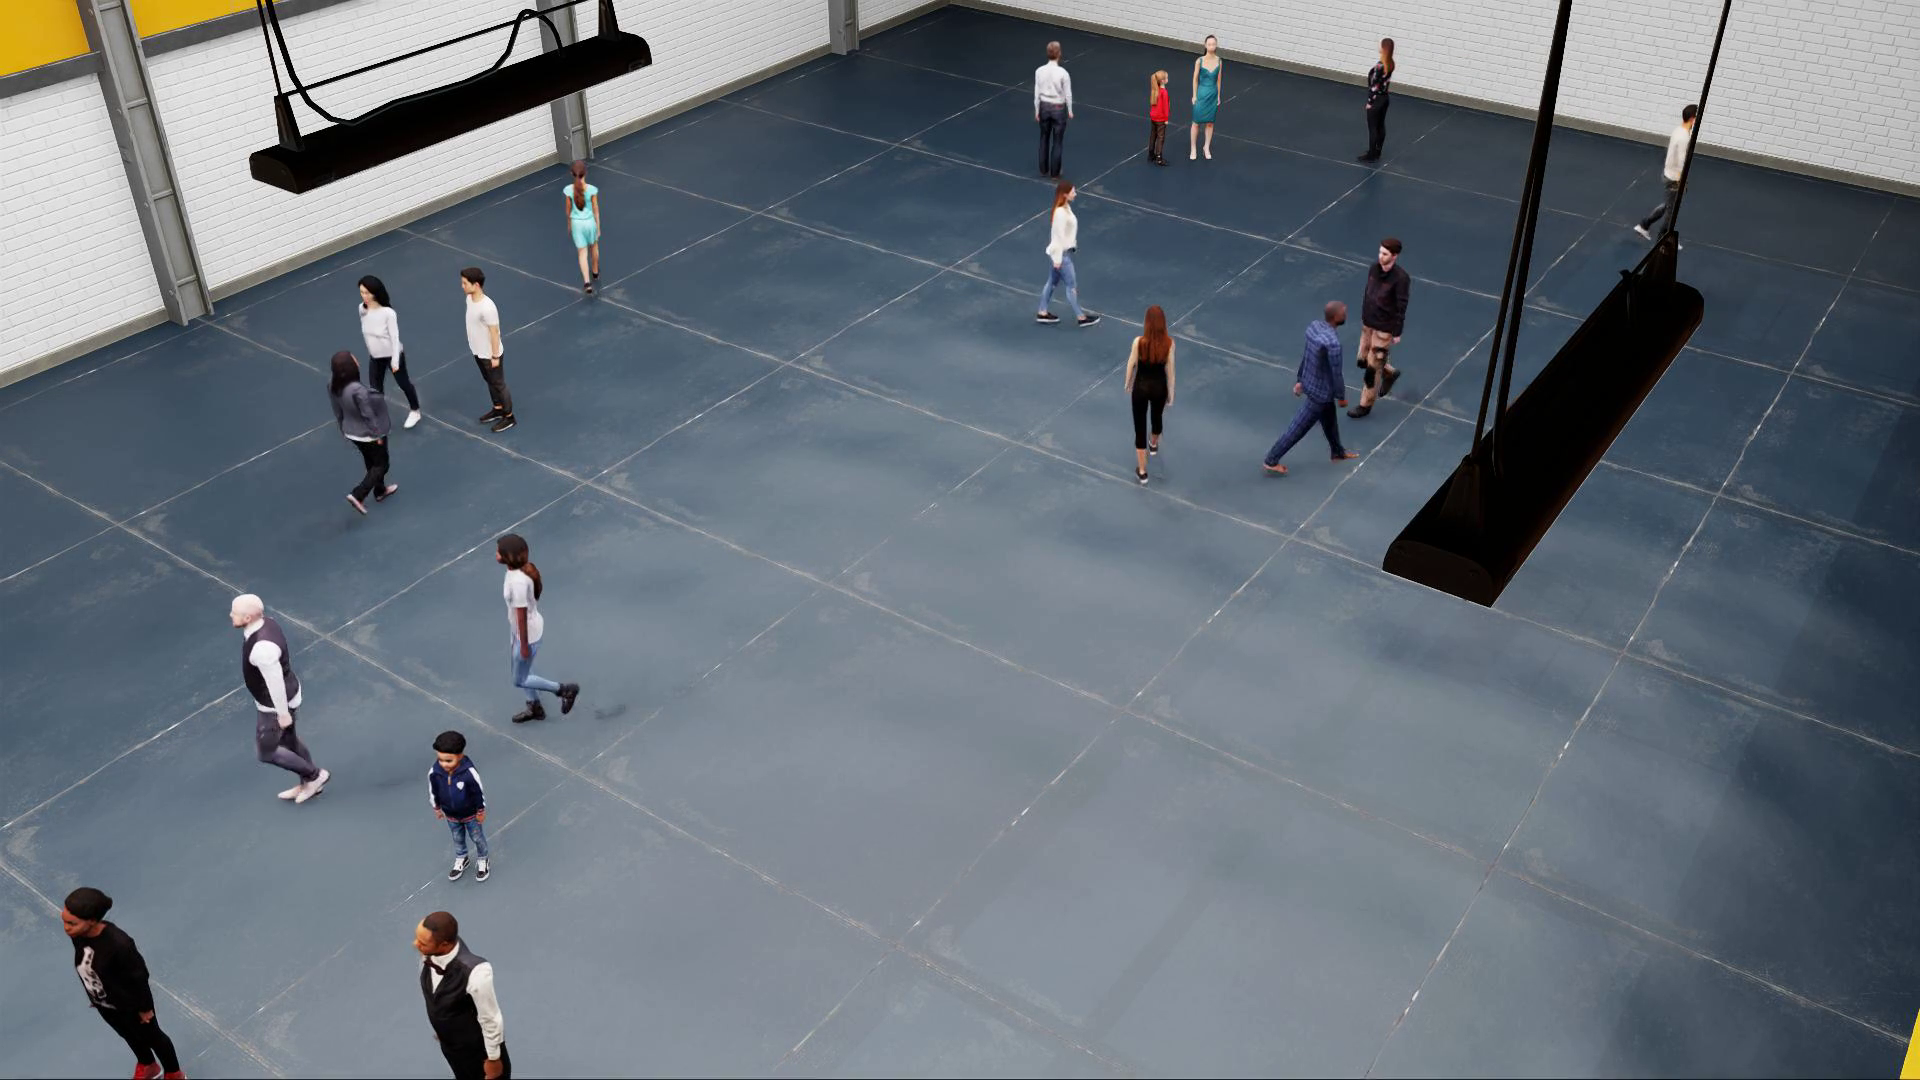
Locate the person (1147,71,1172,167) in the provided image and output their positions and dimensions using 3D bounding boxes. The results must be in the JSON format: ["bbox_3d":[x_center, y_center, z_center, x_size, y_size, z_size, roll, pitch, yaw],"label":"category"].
[{"bbox_3d":[2.709,-5.744,22.597,0.613,1.281,0.578,-16,37,-23],"label":"person"}]

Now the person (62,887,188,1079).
[{"bbox_3d":[-4.855,2.634,9.638,0.648,1.674,0.597,11,35,16],"label":"person"}]

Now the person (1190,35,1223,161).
[{"bbox_3d":[3.350,-6.022,22.649,0.616,1.686,0.669,-4,34,-6],"label":"person"}]

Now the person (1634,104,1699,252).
[{"bbox_3d":[8.565,-4.376,20.068,0.883,1.803,0.880,8,34,11],"label":"person"}]

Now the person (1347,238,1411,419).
[{"bbox_3d":[4.262,-2.133,16.600,1.104,1.906,0.917,-21,39,-28],"label":"person"}]

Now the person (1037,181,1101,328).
[{"bbox_3d":[1.042,-3.139,18.333,0.972,1.663,0.996,3,34,5],"label":"person"}]

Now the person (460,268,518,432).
[{"bbox_3d":[-4.663,-1.902,16.421,0.628,1.721,0.683,-23,40,-31],"label":"person"}]

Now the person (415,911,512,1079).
[{"bbox_3d":[-2.728,2.734,9.267,0.694,1.918,0.589,23,40,31],"label":"person"}]

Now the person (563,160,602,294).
[{"bbox_3d":[-4.325,-3.578,19.118,1.002,1.526,1.072,-6,34,-8],"label":"person"}]

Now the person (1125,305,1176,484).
[{"bbox_3d":[1.779,-1.327,15.575,0.966,1.698,1.082,-3,34,-4],"label":"person"}]

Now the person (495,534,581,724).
[{"bbox_3d":[-3.202,0.693,12.526,0.901,1.709,0.818,-12,35,-17],"label":"person"}]

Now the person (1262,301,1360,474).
[{"bbox_3d":[3.273,-1.378,15.585,1.246,1.773,1.208,-5,34,-7],"label":"person"}]

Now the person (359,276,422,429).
[{"bbox_3d":[-5.575,-1.844,16.377,0.784,1.672,1.029,11,35,16],"label":"person"}]

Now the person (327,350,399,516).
[{"bbox_3d":[-5.475,-0.963,15.134,0.678,1.580,0.841,23,40,30],"label":"person"}]

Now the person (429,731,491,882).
[{"bbox_3d":[-3.391,1.797,11.307,0.588,1.221,0.609,4,34,5],"label":"person"}]

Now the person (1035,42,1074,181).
[{"bbox_3d":[1.236,-5.669,22.003,0.708,1.813,0.672,14,36,20],"label":"person"}]

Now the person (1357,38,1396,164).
[{"bbox_3d":[5.697,-5.982,22.592,0.645,1.683,0.468,26,41,33],"label":"person"}]

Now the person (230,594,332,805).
[{"bbox_3d":[-4.749,1.135,11.774,0.854,1.806,0.828,-13,36,-19],"label":"person"}]
